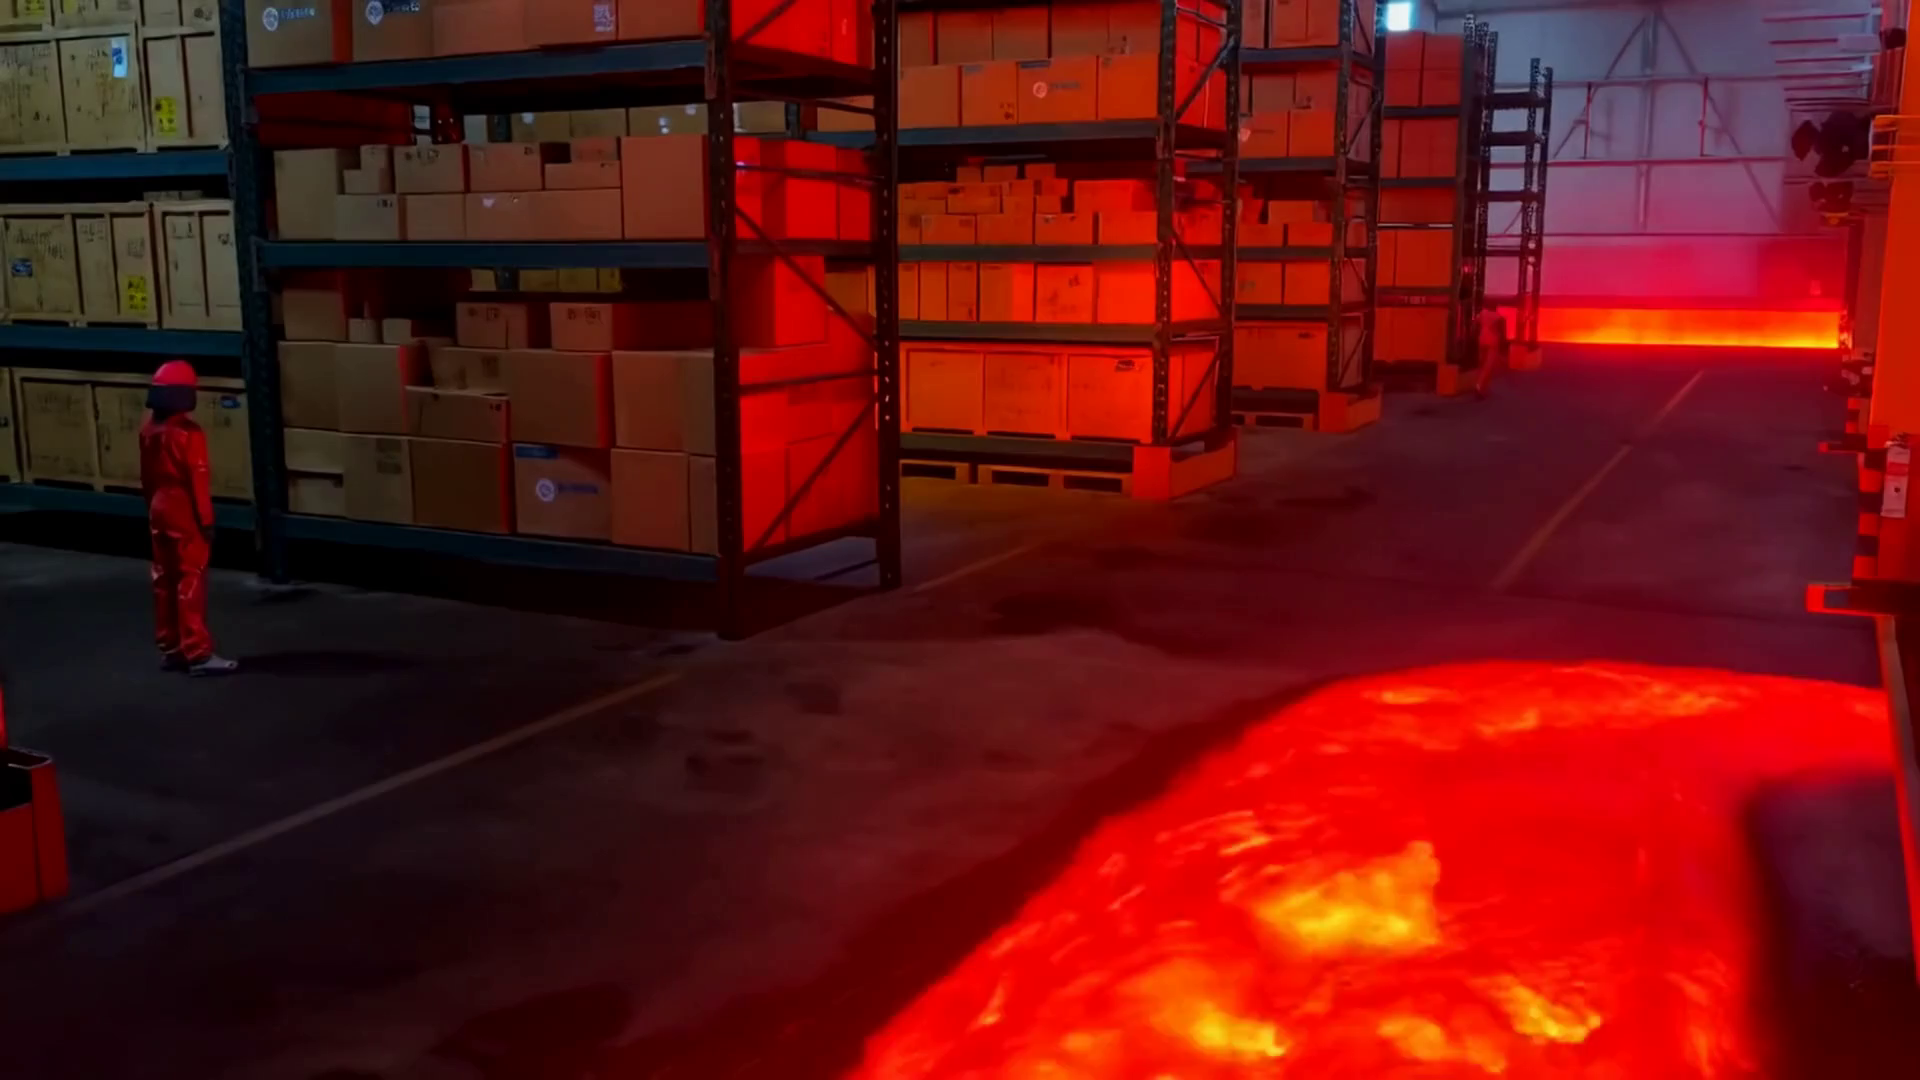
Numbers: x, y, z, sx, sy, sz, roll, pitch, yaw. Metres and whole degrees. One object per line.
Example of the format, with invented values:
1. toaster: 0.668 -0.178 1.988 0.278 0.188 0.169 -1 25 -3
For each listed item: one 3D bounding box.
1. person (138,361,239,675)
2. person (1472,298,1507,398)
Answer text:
1. person: -4.326 -0.123 9.261 0.485 1.739 0.313 5 11 29
2. person: 8.506 -3.083 26.795 0.795 1.609 0.528 -8 13 -40
